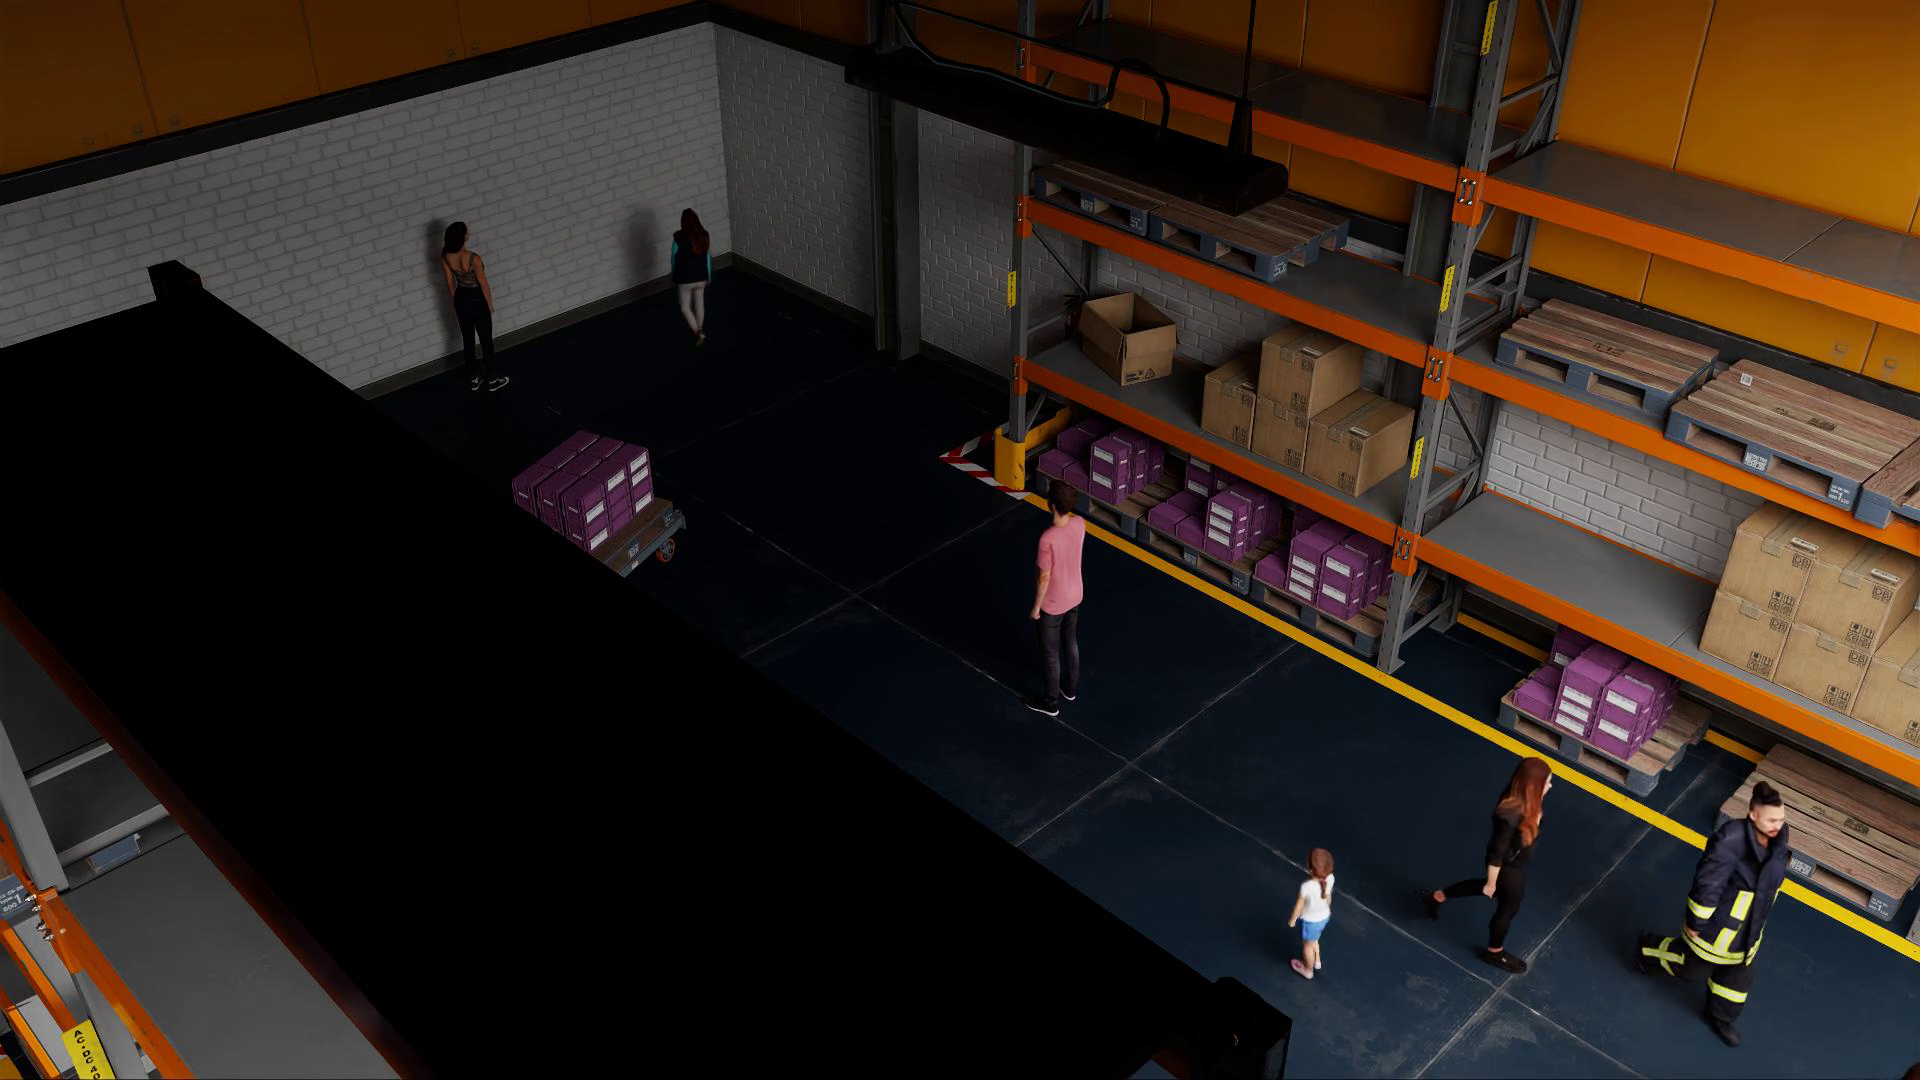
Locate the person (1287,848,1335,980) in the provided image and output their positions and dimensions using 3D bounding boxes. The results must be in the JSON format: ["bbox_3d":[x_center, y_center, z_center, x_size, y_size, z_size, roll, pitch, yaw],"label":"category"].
[{"bbox_3d":[2.197,2.320,10.192,0.435,1.014,0.436,-25,41,-32],"label":"person"}]

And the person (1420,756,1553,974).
[{"bbox_3d":[3.245,1.931,10.167,1.049,1.689,0.806,16,37,23],"label":"person"}]

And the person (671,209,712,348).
[{"bbox_3d":[-2.796,-2.711,17.334,0.718,1.486,0.880,-16,37,-22],"label":"person"}]

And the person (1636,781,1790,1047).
[{"bbox_3d":[4.471,2.106,9.770,0.998,1.837,1.138,-11,35,-17],"label":"person"}]

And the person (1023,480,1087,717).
[{"bbox_3d":[0.727,0.423,12.192,0.561,1.958,0.628,25,41,33],"label":"person"}]

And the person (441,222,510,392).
[{"bbox_3d":[-4.839,-2.314,16.481,0.635,1.770,0.747,8,35,12],"label":"person"}]
